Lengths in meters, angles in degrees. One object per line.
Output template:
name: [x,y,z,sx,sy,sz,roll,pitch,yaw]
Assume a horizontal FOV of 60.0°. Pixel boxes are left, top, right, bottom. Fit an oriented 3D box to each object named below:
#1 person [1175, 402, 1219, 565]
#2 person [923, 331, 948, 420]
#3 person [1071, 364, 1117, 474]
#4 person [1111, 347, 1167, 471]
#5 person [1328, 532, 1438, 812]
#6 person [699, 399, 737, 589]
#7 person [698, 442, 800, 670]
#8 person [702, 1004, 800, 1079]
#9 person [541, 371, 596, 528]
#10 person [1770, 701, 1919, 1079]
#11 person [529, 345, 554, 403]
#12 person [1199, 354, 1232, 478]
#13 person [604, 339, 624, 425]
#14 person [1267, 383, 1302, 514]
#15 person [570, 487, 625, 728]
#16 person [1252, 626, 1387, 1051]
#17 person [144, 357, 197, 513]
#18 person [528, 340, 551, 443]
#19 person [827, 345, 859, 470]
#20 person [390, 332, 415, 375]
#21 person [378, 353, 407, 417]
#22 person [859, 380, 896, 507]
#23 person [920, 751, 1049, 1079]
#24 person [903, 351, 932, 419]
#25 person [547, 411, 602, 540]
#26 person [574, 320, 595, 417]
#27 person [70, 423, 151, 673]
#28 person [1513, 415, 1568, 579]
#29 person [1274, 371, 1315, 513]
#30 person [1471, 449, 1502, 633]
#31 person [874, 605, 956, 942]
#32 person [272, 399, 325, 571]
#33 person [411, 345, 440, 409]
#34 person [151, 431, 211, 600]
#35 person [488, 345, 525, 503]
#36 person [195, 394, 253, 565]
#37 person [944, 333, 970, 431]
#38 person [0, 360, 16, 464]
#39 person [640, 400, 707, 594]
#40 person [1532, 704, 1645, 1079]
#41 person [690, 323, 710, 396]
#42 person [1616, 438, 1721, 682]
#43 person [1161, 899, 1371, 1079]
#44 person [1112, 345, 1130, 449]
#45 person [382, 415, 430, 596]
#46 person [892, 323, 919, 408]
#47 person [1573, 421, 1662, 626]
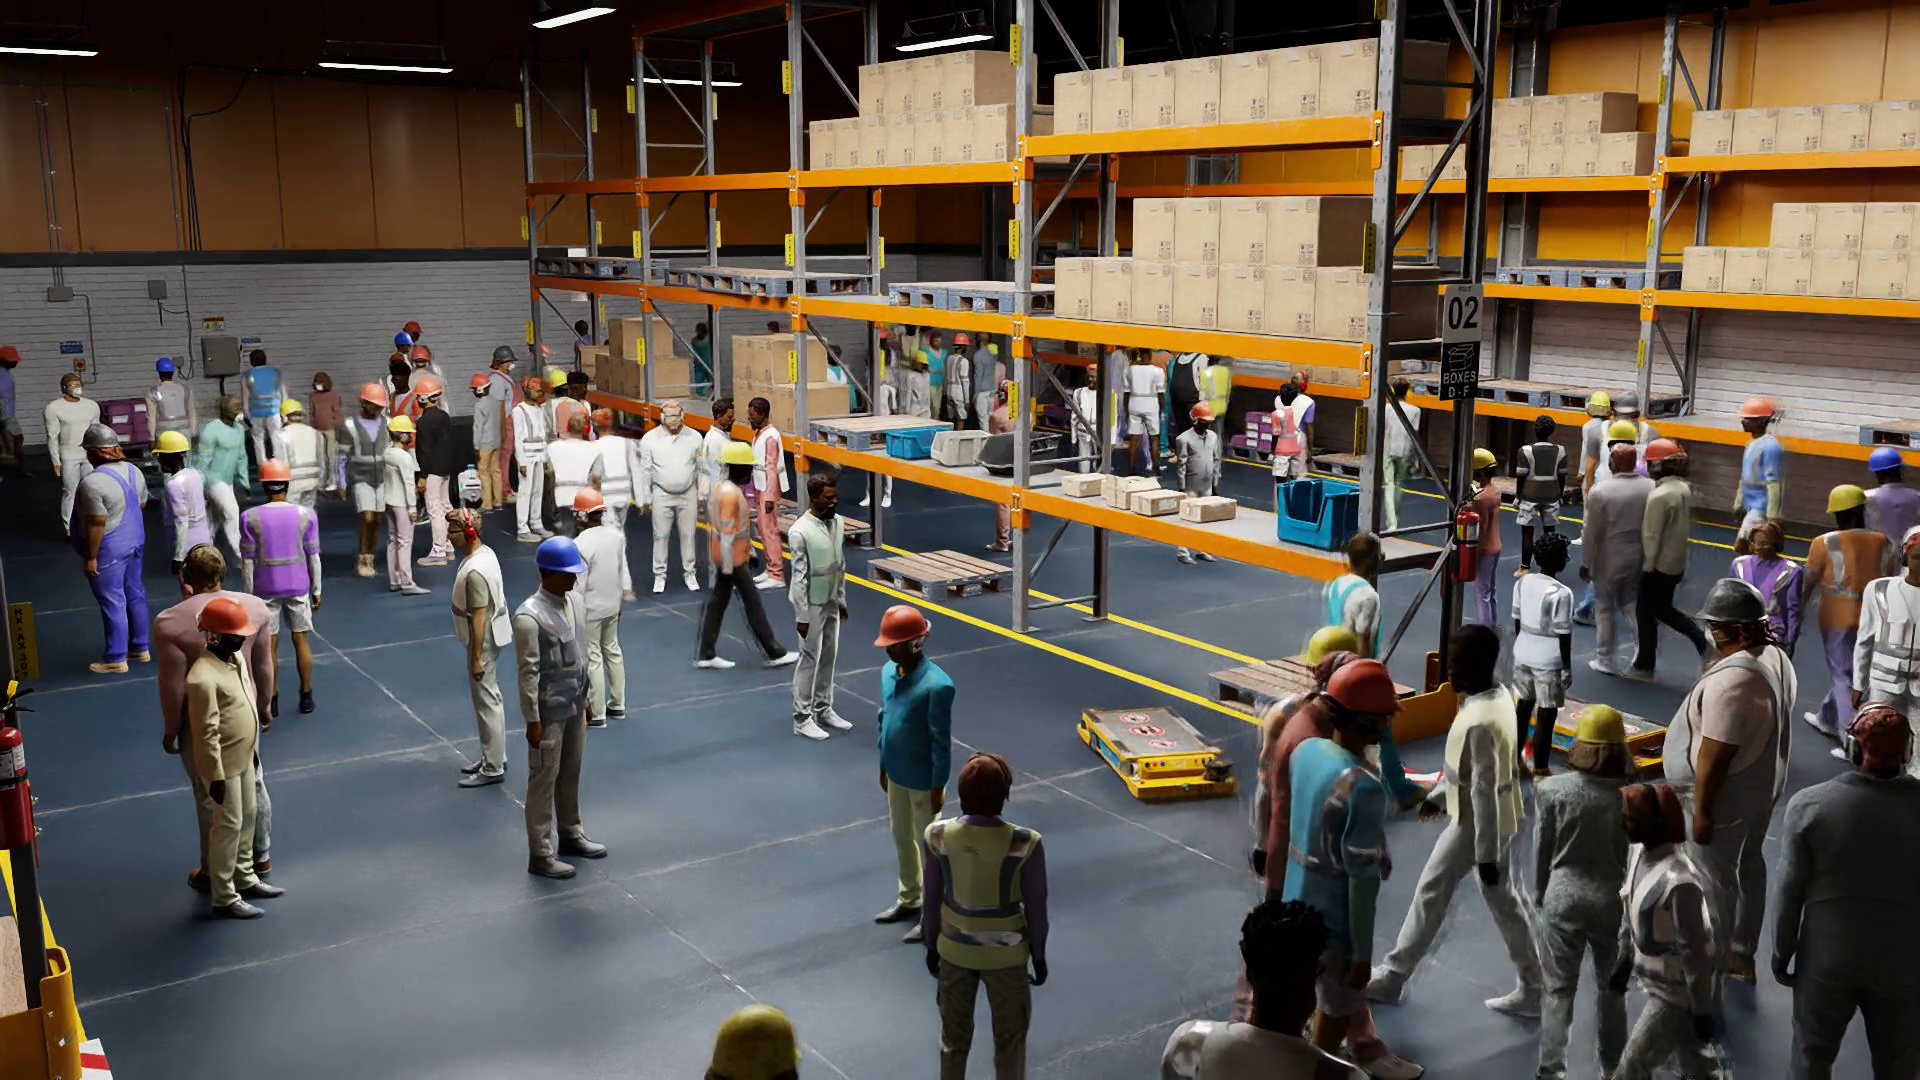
person: [2.544,-0.604,17.706,0.566,1.744,0.350,-7,13,-33]
person: [-0.495,-2.577,27.645,0.594,1.811,0.763,-10,15,-43]
person: [1.649,-1.241,20.607,0.584,1.882,0.345,4,12,18]
person: [2.484,-1.899,24.206,1.010,1.808,0.527,2,11,12]
person: [2.476,0.835,10.231,0.997,1.783,0.515,-3,12,-17]
person: [-2.395,-0.456,16.537,0.398,1.909,0.599,0,11,-2]
person: [-1.731,0.136,13.541,0.937,1.881,0.610,-2,11,-9]
person: [-0.529,2.024,4.289,0.490,1.735,0.326,6,12,27]
person: [-4.596,-1.043,19.537,0.662,1.908,0.536,-4,12,-20]
person: [3.420,1.546,6.316,0.647,1.900,0.400,4,12,21]
person: [-6.397,-2.166,25.716,0.595,1.732,0.588,-8,13,-34]
person: [3.557,-1.827,23.537,0.608,1.905,0.512,-8,13,-34]
person: [-5.889,-2.588,28.145,0.500,1.632,0.286,-3,11,-16]
person: [3.949,-1.050,20.108,0.531,1.697,0.320,-6,13,-30]
person: [-2.667,0.486,12.098,0.336,1.749,0.575,5,12,26]
person: [1.669,1.320,7.430,0.619,1.904,0.667,-6,13,-29]
person: [-9.819,-1.297,20.727,0.390,1.948,0.607,10,15,41]
person: [-6.655,-2.331,26.284,0.396,1.852,0.668,-2,11,-9]
person: [-1.801,-1.937,24.346,0.641,1.815,0.761,-9,14,-40]
person: [-8.419,-2.174,25.217,0.403,1.945,0.614,-3,11,-14]
person: [-7.497,-1.579,22.370,0.578,1.878,0.340,-3,12,-17]
person: [-1.050,-1.346,21.181,0.528,1.869,0.313,5,12,22]
person: [0.093,1.636,6.539,0.520,1.632,0.314,4,12,20]
person: [-0.680,-1.988,24.882,0.757,1.708,0.497,11,15,44]
person: [-3.713,-0.326,16.075,0.584,1.821,0.510,1,11,7]
person: [-6.398,-2.801,28.476,0.365,1.933,0.629,3,11,16]
person: [-6.957,0.058,13.557,0.538,2.000,0.683,1,11,6]
person: [5.883,-0.423,16.898,0.541,1.695,0.315,0,11,-2]
person: [4.033,-1.128,20.161,0.390,1.835,0.562,-11,15,-44]
person: [4.383,0.109,14.012,0.329,1.763,0.523,7,13,31]
person: [-0.261,1.183,8.569,0.349,1.740,0.575,-8,14,-37]
person: [-6.895,-0.565,17.359,0.552,1.796,0.618,8,13,35]
person: [-7.891,-1.975,24.528,0.585,1.823,0.402,8,14,37]
person: [-6.479,0.048,13.894,0.380,1.928,0.586,-2,11,-9]
person: [-5.858,-1.510,21.582,0.536,2.000,0.688,-2,11,-11]
person: [-7.485,-0.548,17.057,0.938,1.881,0.636,0,11,1]
person: [-0.012,-2.181,25.299,0.388,1.930,0.543,-8,13,-34]
person: [-14.372,-2.007,24.886,0.560,1.742,0.340,10,15,42]
person: [-2.812,-0.426,16.379,0.654,1.904,0.407,-3,12,-17]
person: [2.599,1.536,6.895,0.479,1.716,0.819,4,12,22]
person: [-4.665,-3.108,30.492,0.522,1.771,1.043,3,11,14]
person: [5.631,0.188,13.086,0.714,1.964,0.621,10,15,43]
person: [0.811,1.887,4.382,0.607,1.966,0.373,8,13,34]
person: [2.521,-2.357,26.457,0.339,1.833,0.522,-7,13,-32]
person: [-5.462,-0.340,16.301,0.329,1.765,0.526,-10,15,-42]
person: [-1.044,-3.474,31.940,0.592,1.922,0.392,-8,14,-37]
person: [5.934,-0.140,14.987,0.970,1.877,0.603,2,11,10]
